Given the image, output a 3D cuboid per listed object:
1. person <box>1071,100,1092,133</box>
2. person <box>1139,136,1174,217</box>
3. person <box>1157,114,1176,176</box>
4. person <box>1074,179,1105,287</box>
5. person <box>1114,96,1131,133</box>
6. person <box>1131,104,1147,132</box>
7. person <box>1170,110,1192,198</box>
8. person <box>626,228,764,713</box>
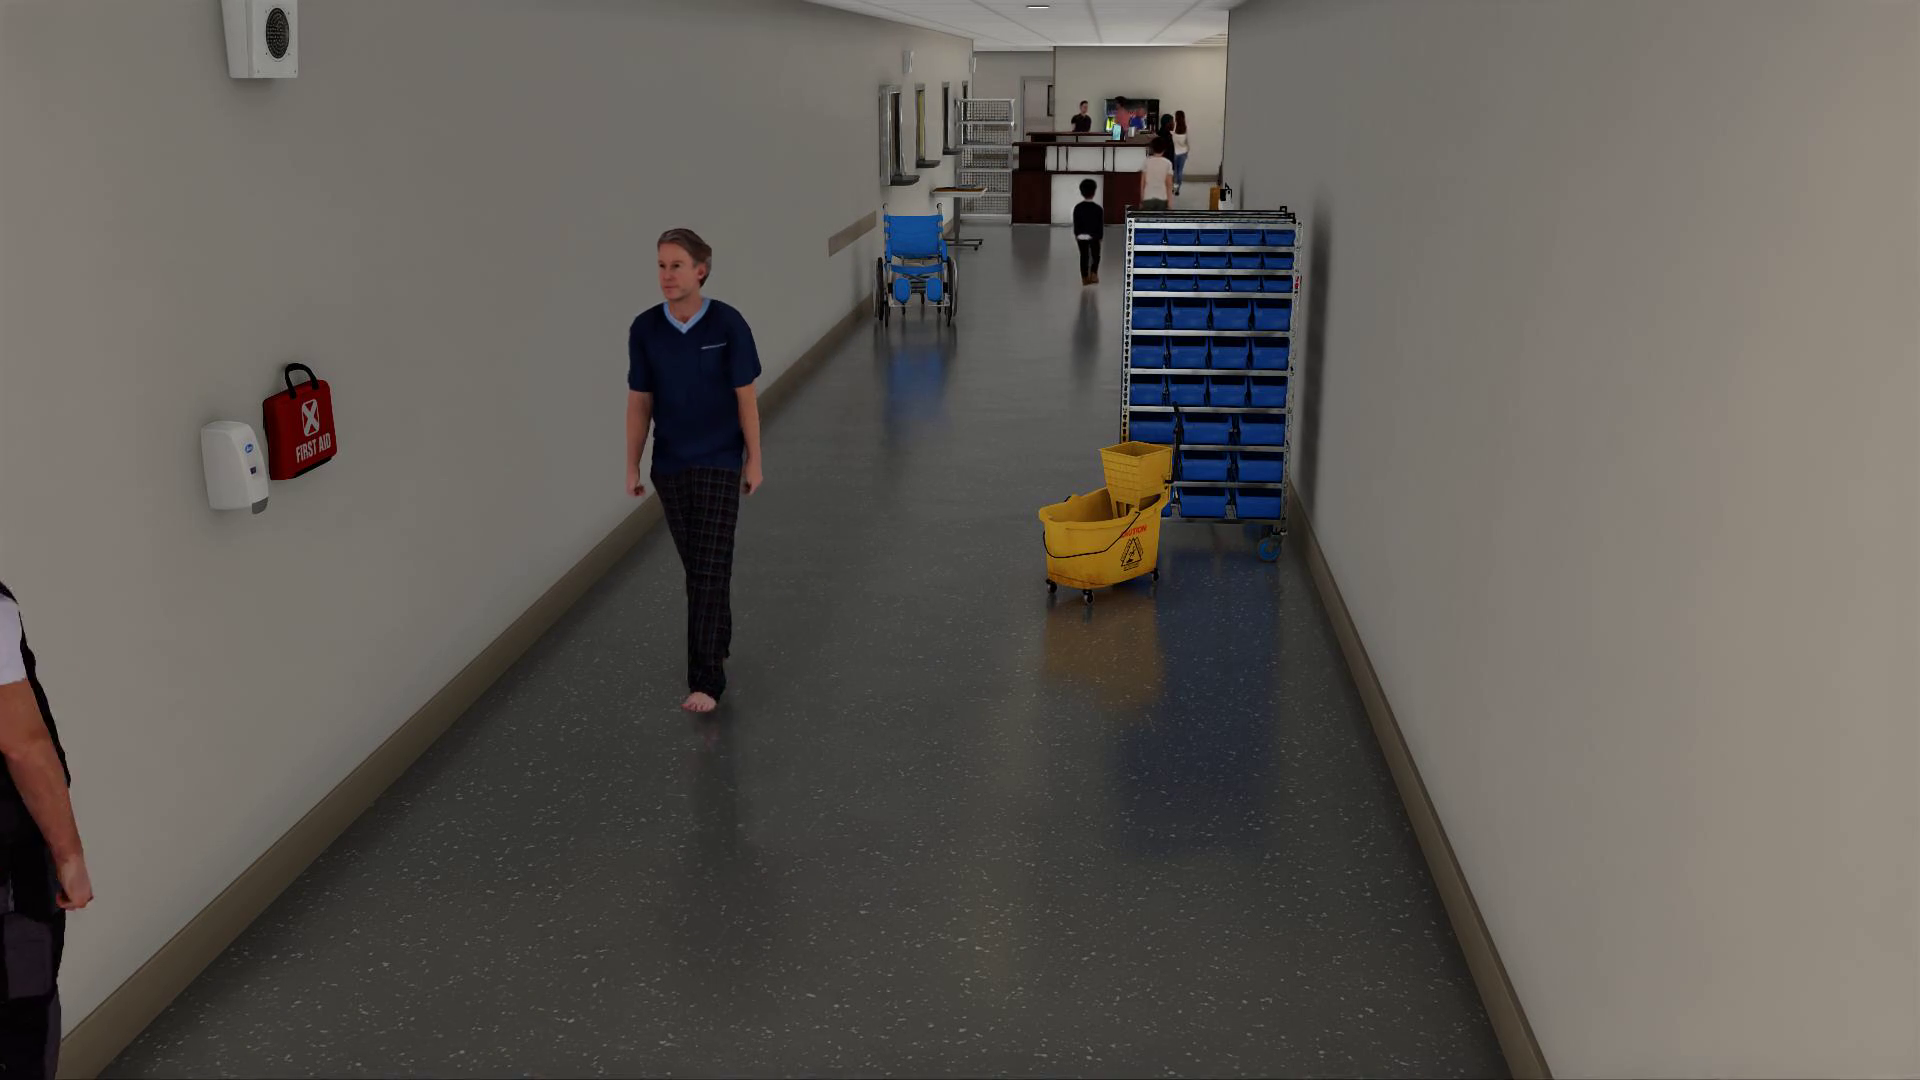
[{"bbox_3d":[2.575,-8.648,36.306,0.842,1.818,0.921,-7,17,-24],"label":"person"},{"bbox_3d":[2.477,-4.284,21.166,0.925,1.634,0.627,1,16,4],"label":"person"},{"bbox_3d":[3.150,-5.676,25.773,0.588,1.814,0.682,0,16,-1],"label":"person"},{"bbox_3d":[1.484,-3.562,19.301,0.515,1.218,0.614,4,16,15],"label":"person"},{"bbox_3d":[3.419,-8.107,34.217,1.178,1.911,1.288,-14,21,-41],"label":"person"},{"bbox_3d":[3.456,-7.799,33.326,0.891,1.802,0.770,0,16,0],"label":"person"},{"bbox_3d":[4.385,-7.711,33.237,0.604,1.681,0.733,-1,16,-2],"label":"person"},{"bbox_3d":[-1.015,-0.297,6.654,0.985,1.835,0.827,4,16,13],"label":"person"}]
